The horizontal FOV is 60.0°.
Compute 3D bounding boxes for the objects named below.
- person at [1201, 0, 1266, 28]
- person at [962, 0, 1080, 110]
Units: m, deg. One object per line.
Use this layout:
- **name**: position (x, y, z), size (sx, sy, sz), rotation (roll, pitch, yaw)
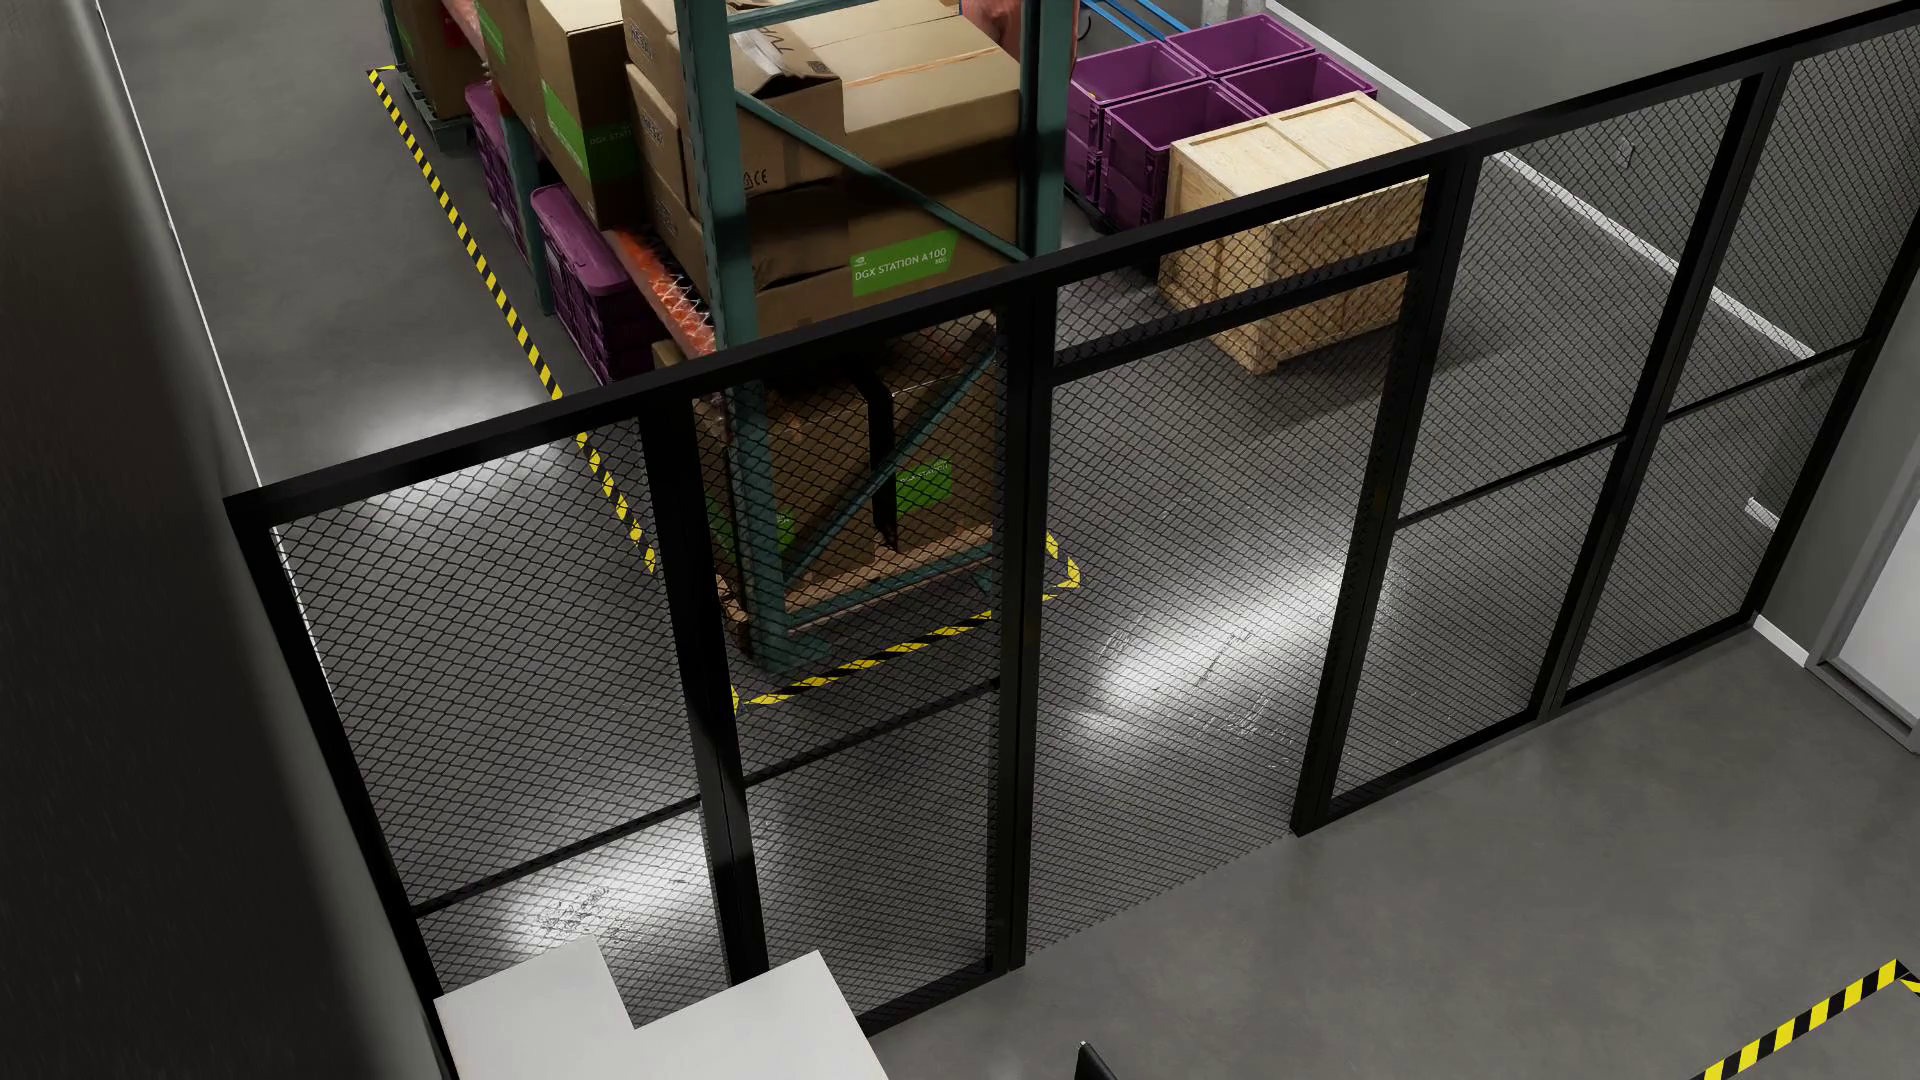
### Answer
- **person**: position (1.433, -3.279, 8.606), size (0.601, 1.835, 0.404), rotation (-17, 45, -18)
- **person**: position (0.226, -1.814, 6.889), size (0.622, 1.994, 0.381), rotation (-32, 51, -30)
